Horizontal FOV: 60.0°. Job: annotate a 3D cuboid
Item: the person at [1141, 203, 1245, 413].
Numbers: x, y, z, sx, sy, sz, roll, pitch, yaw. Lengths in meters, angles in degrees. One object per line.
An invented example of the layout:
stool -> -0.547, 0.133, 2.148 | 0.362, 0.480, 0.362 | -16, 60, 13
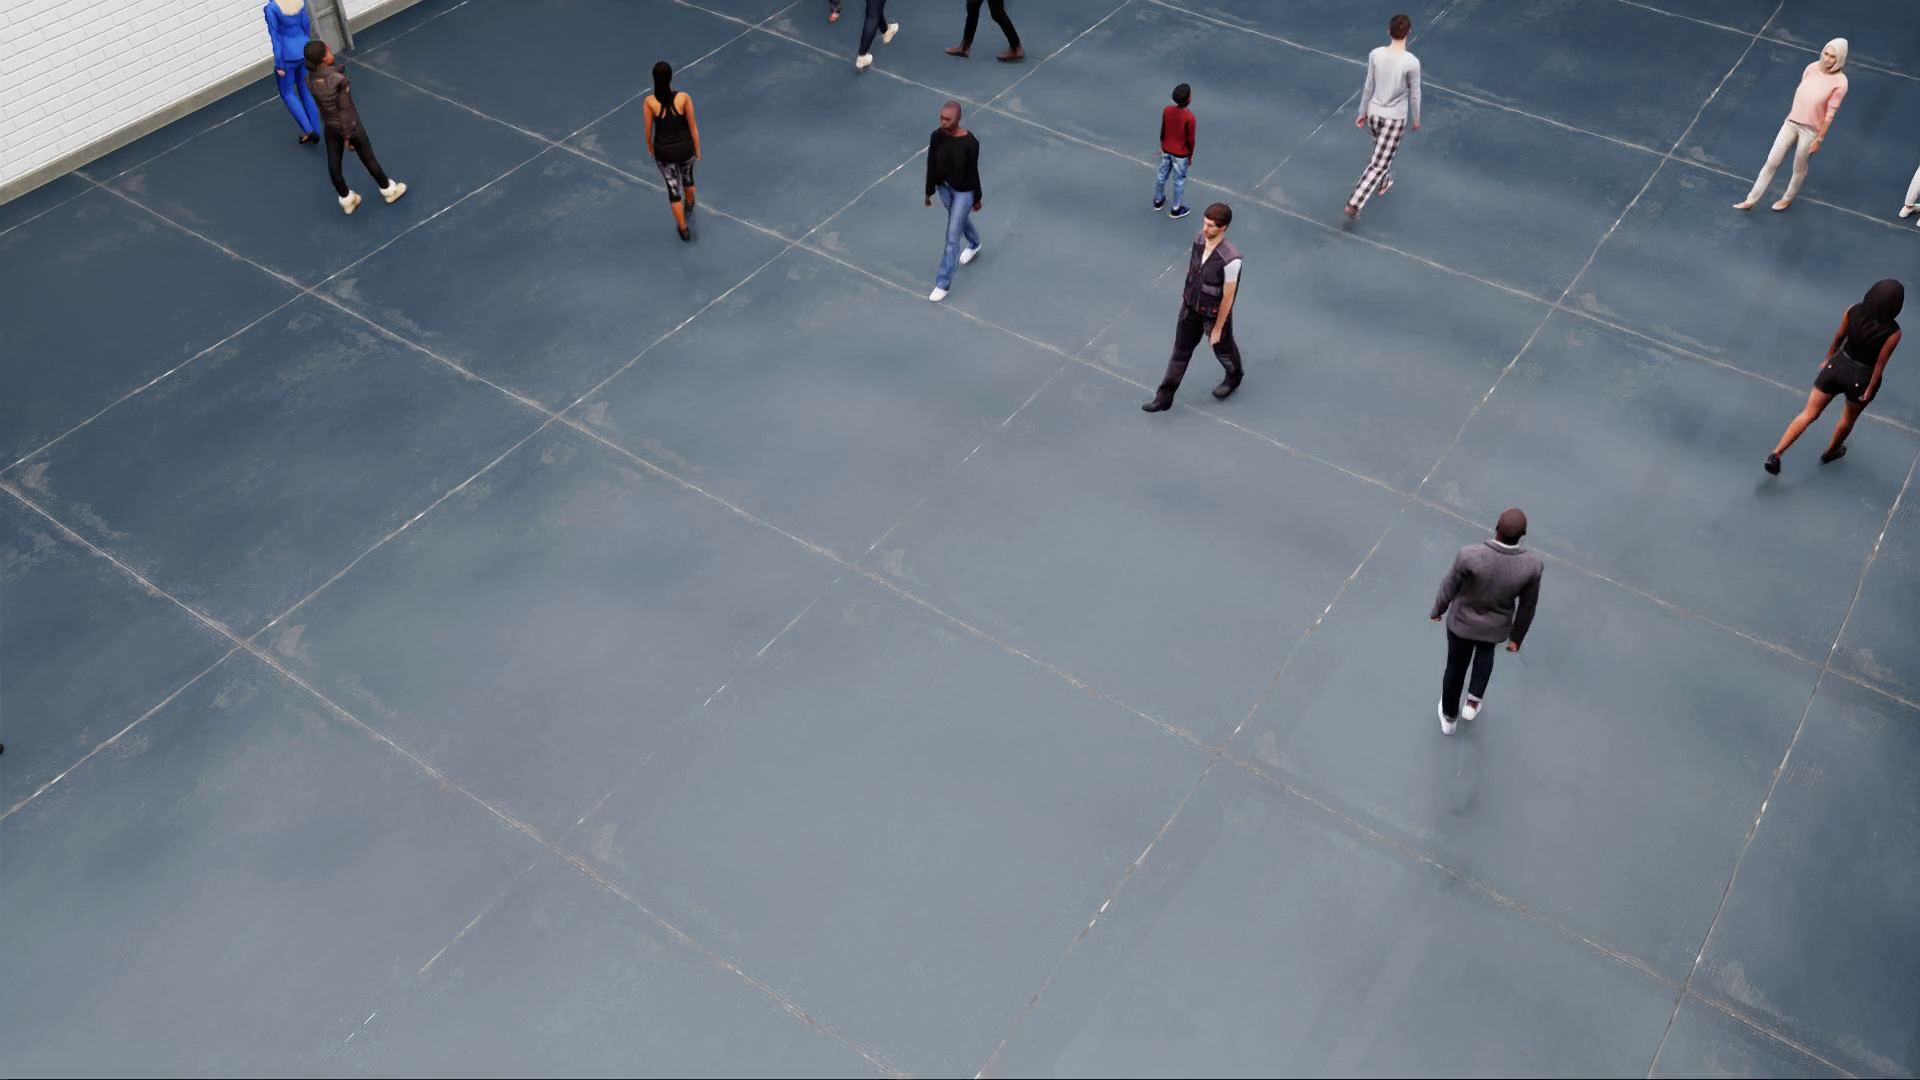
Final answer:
person -> 1.980, -1.779, 12.720 | 1.270, 1.802, 0.958 | -28, 50, -26

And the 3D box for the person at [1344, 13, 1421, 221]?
person -> 3.730, -3.694, 14.730 | 0.757, 1.803, 1.186 | 34, 53, 30

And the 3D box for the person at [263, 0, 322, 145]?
person -> -6.197, -4.527, 15.702 | 0.768, 1.667, 0.577 | 15, 46, 15

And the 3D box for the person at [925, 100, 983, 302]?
person -> 0.004, -2.961, 14.036 | 0.672, 1.698, 1.180 | 22, 48, 22

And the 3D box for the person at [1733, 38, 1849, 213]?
person -> 7.576, -3.684, 14.792 | 1.016, 1.702, 0.835 | -22, 48, -22

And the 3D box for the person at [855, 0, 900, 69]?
person -> -0.921, -5.643, 16.806 | 0.717, 1.761, 1.188 | 22, 48, 21

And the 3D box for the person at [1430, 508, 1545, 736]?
person -> 3.197, 0.576, 10.245 | 0.829, 1.807, 0.825 | 6, 44, 6

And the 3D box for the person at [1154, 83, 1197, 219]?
person -> 1.936, -3.504, 14.930 | 0.529, 1.251, 0.517 | 33, 53, 30

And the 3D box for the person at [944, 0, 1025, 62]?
person -> 0.381, -5.669, 16.812 | 1.174, 1.790, 1.140 | 0, 44, 0

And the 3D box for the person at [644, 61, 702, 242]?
person -> -2.493, -3.365, 14.500 | 0.958, 1.643, 1.012 | -8, 44, -8

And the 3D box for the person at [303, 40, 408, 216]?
person -> -5.476, -3.756, 14.915 | 0.944, 1.637, 0.802 | 24, 49, 23

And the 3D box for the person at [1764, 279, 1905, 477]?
person -> 6.401, -1.132, 12.108 | 1.195, 1.711, 0.875 | -25, 49, -24
